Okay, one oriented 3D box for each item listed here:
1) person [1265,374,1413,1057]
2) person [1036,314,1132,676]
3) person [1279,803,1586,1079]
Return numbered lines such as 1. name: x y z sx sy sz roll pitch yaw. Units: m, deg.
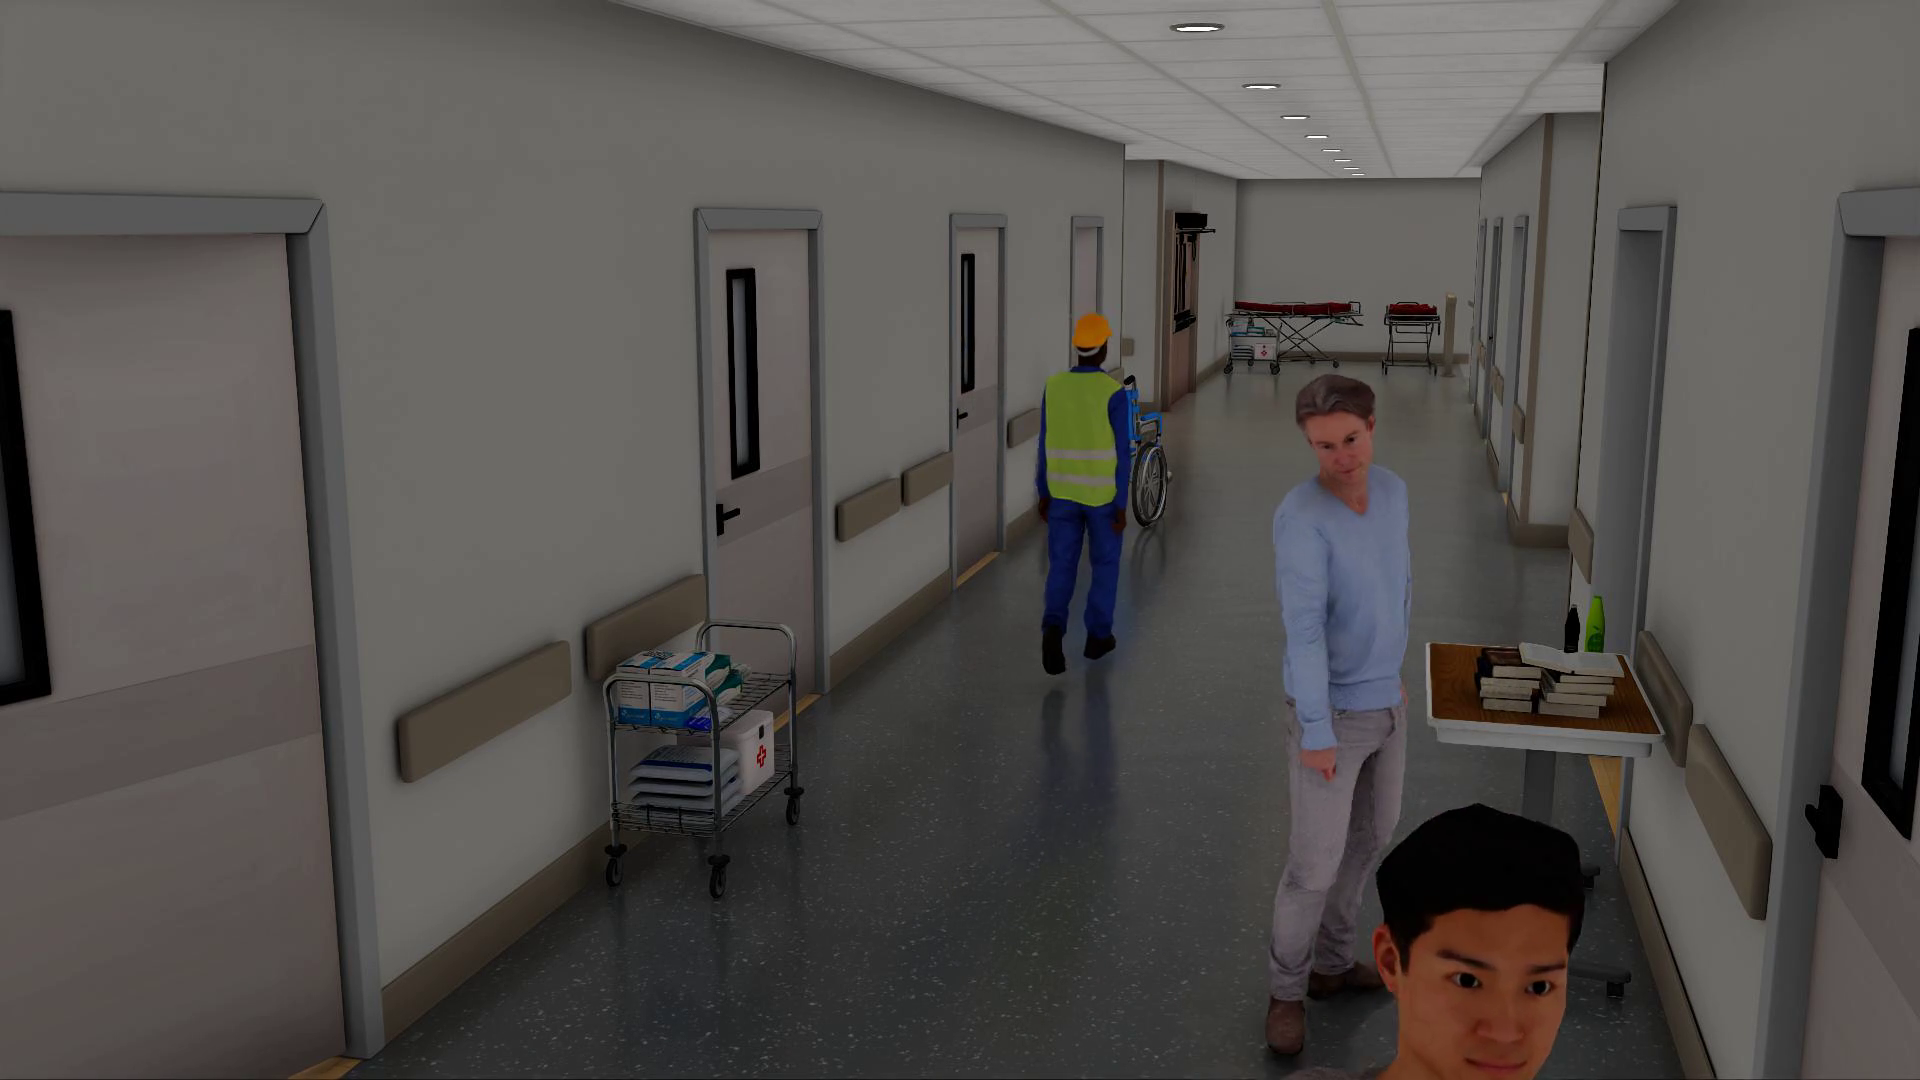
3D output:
1. person: 1.061 0.465 4.593 0.956 1.855 0.774 8 13 35
2. person: 0.587 -0.204 8.303 0.712 1.786 1.146 4 11 19
3. person: 0.463 1.082 1.762 0.618 1.699 0.939 2 11 11
